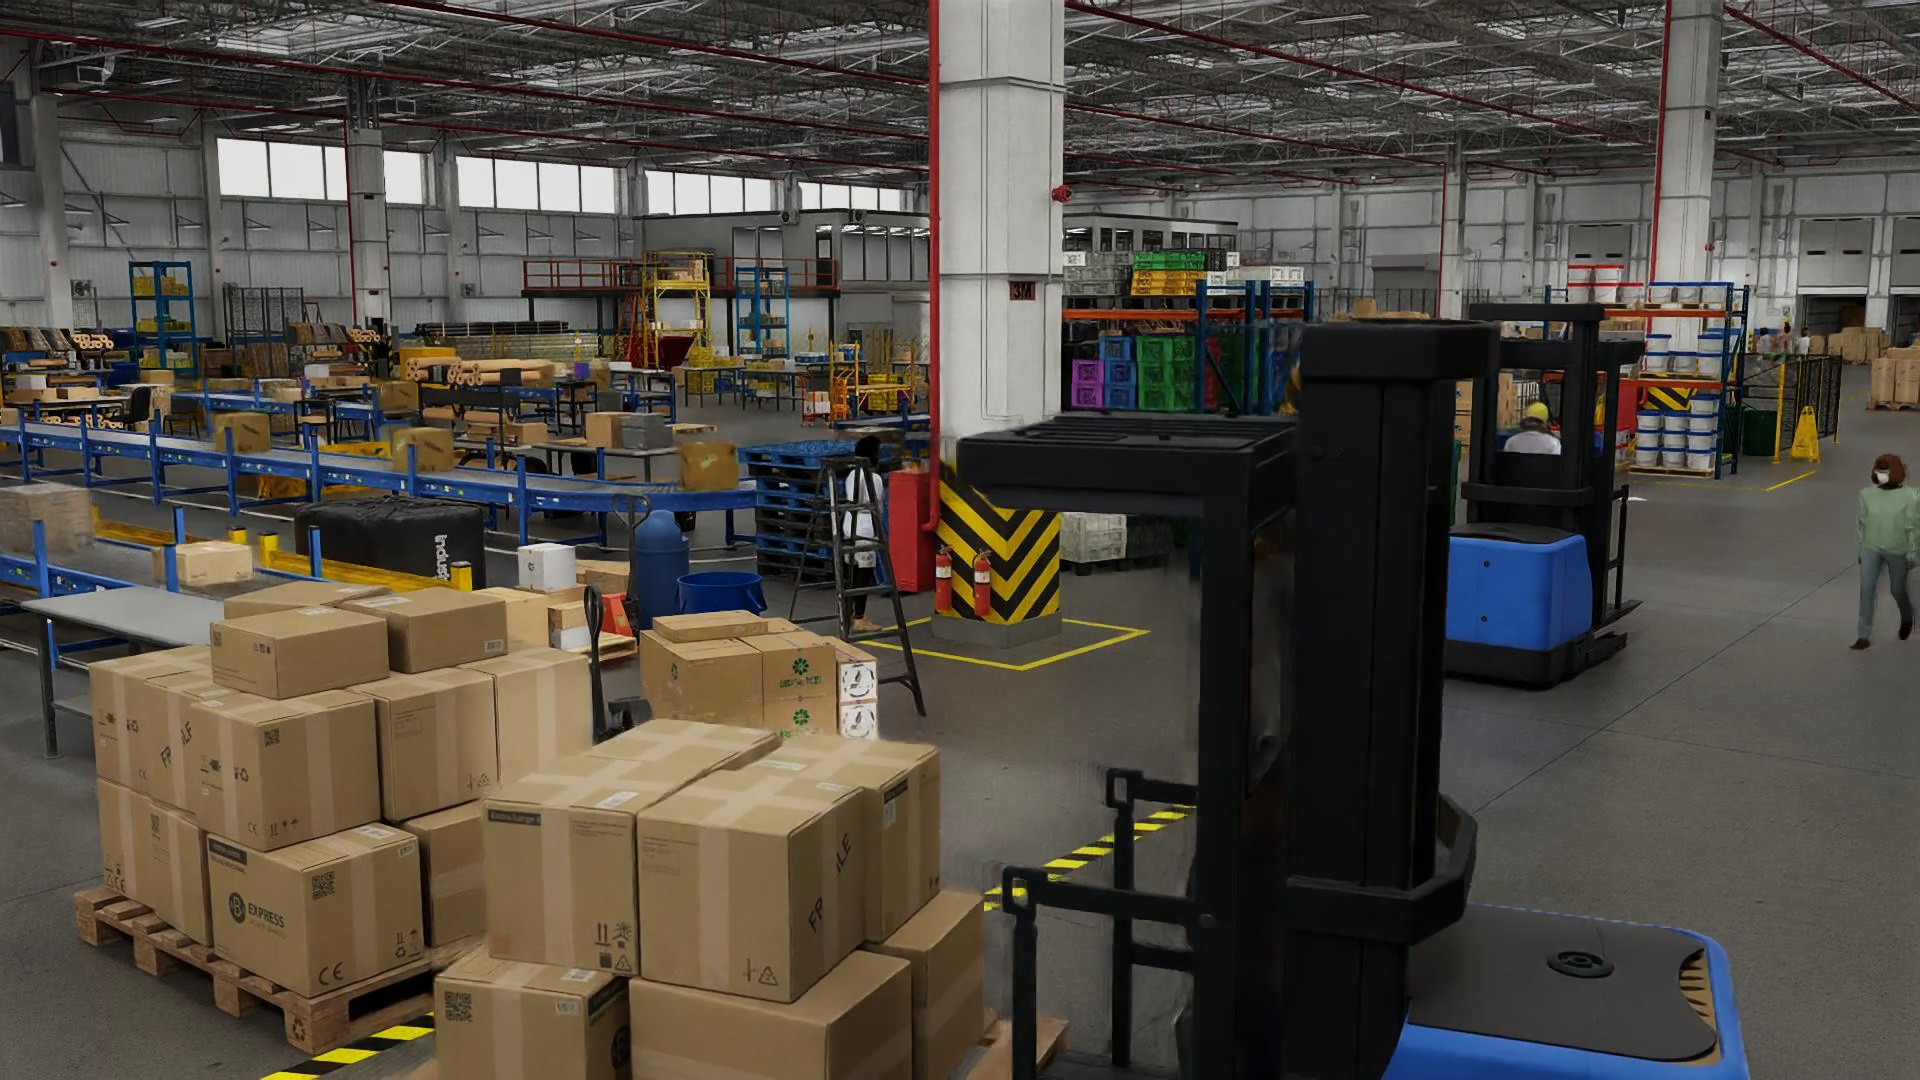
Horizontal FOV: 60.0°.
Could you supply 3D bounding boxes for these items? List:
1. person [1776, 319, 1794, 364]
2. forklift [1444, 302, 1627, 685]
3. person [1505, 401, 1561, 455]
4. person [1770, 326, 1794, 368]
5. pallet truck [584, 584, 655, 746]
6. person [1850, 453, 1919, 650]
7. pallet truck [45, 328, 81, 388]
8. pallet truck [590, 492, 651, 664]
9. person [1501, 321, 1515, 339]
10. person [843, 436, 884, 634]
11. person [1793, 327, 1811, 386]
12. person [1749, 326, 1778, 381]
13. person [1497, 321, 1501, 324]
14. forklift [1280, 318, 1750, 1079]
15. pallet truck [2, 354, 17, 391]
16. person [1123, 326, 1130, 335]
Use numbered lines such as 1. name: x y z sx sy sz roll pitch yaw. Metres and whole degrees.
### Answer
1. person: 33.437 -8.019 67.332 0.604 1.875 1.017 0 8 1
2. forklift: 4.379 -0.438 12.852 1.129 2.768 1.873 7 11 37
3. person: 5.832 -0.510 16.965 0.601 1.807 0.808 6 11 37
4. person: 31.891 -7.484 64.458 0.780 1.659 0.543 7 11 38
5. pallet truck: -1.426 0.805 10.019 1.601 1.201 0.680 -4 9 -26
6. person: 7.588 0.086 13.572 0.712 1.612 0.500 -7 11 -40
7. pallet truck: -23.775 -4.544 43.495 1.885 1.965 0.823 6 10 35
8. pallet truck: -3.115 0.344 12.883 0.653 1.274 1.630 7 11 37
9. person: 24.947 -9.315 75.759 0.625 1.974 0.772 2 9 14
10. person: -0.826 -0.052 14.274 0.324 1.689 0.545 -4 9 -26
11. person: 26.103 -5.675 51.542 0.512 1.874 0.328 -1 8 -6
12. person: 26.413 -6.094 54.555 0.802 1.819 0.632 3 9 22
13. person: 25.644 -9.878 79.684 0.607 1.923 0.573 -2 9 -14
14. forklift: 1.139 0.794 4.546 1.873 2.768 1.129 3 9 21
15. pallet truck: -24.881 -4.417 42.634 1.885 1.965 0.823 8 11 41
16. person: 5.194 -5.692 51.659 0.408 1.874 0.591 8 12 44
